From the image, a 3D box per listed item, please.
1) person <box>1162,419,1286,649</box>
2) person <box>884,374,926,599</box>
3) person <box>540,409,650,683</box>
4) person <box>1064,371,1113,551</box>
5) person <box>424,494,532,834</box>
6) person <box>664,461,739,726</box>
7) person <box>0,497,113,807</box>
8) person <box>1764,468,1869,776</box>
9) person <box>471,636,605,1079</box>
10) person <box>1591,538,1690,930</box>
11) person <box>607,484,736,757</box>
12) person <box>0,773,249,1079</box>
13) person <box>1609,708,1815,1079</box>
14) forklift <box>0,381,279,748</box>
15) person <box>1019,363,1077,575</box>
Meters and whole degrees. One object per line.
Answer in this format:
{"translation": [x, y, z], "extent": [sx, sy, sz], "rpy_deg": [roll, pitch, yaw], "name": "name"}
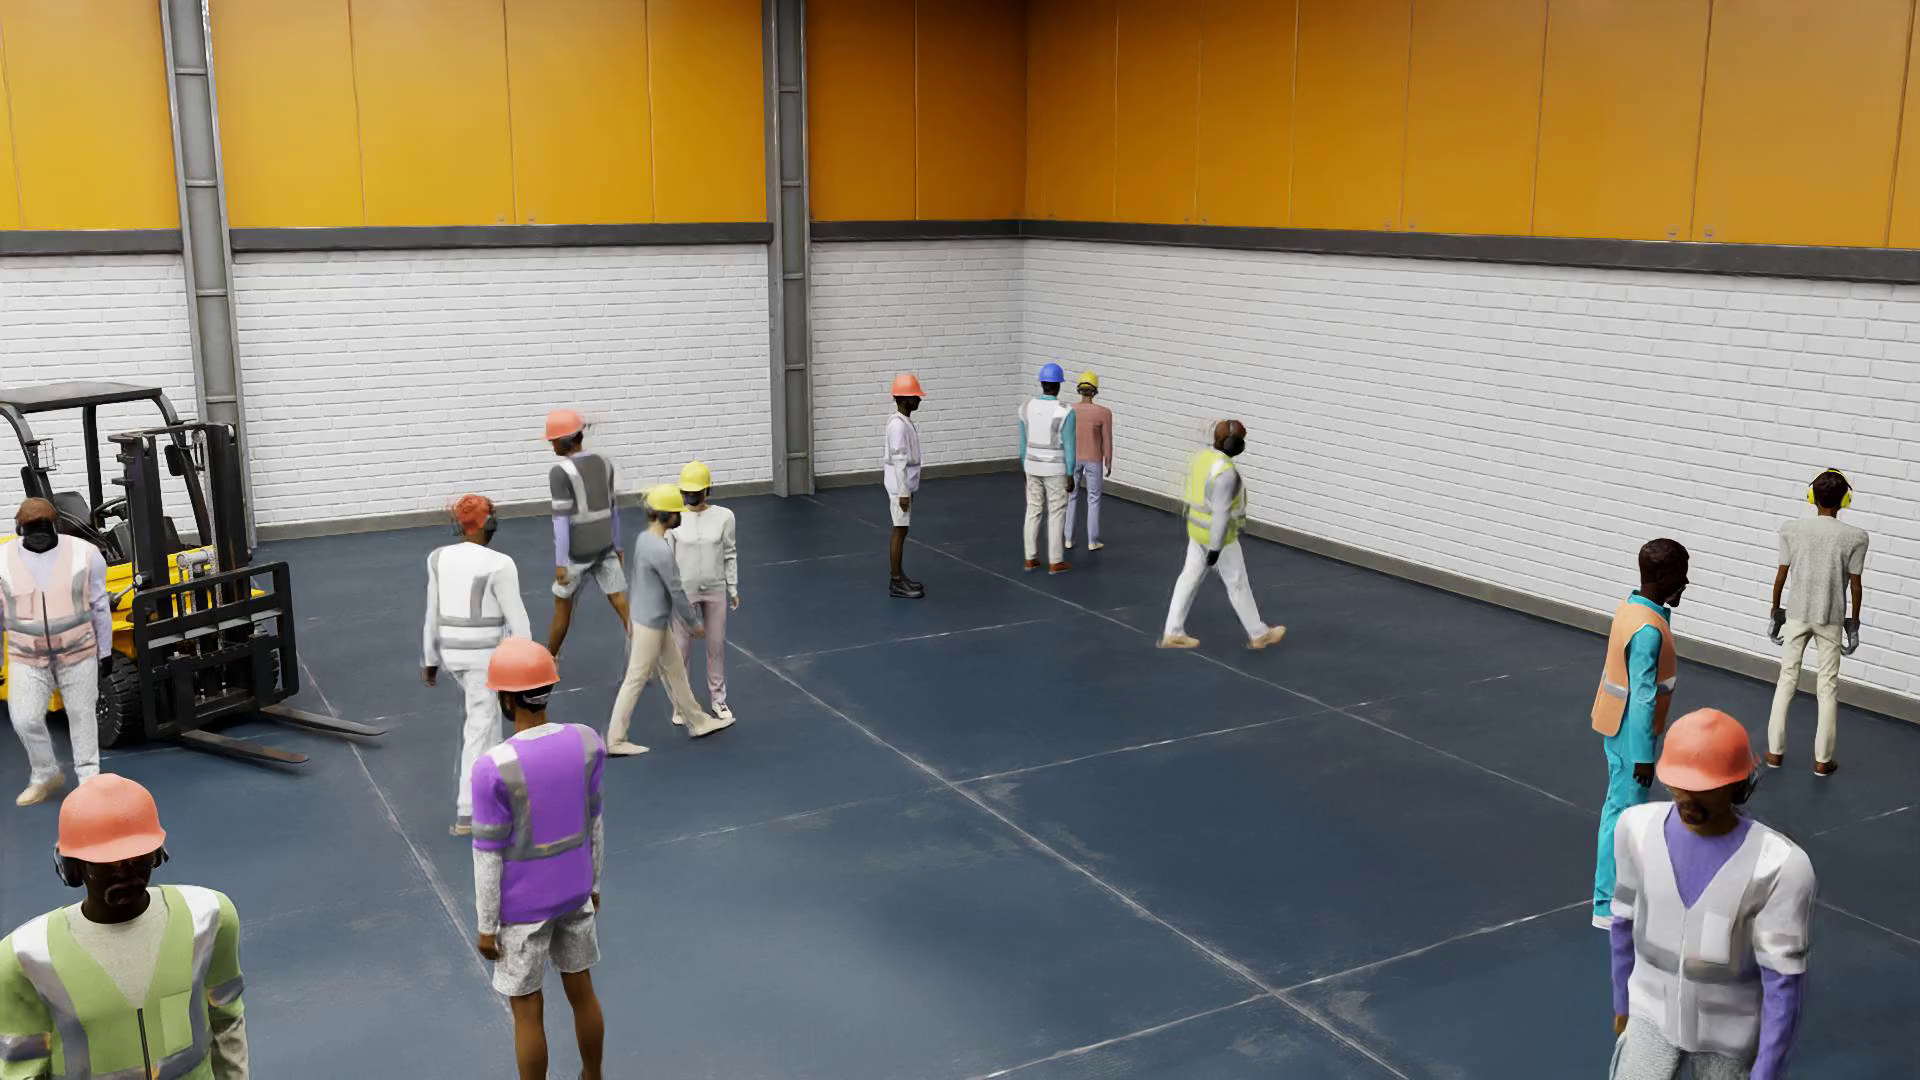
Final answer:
{"translation": [2.004, -0.033, 12.719], "extent": [0.952, 1.791, 0.630], "rpy_deg": [-3, 12, -14], "name": "person"}
{"translation": [-0.472, -0.469, 14.401], "extent": [0.364, 1.939, 0.542], "rpy_deg": [0, 12, 0], "name": "person"}
{"translation": [-2.703, 0.055, 11.854], "extent": [1.060, 1.970, 0.712], "rpy_deg": [6, 13, 26], "name": "person"}
{"translation": [1.228, -0.769, 16.242], "extent": [0.532, 1.758, 0.345], "rpy_deg": [3, 13, 16], "name": "person"}
{"translation": [-2.656, 0.667, 9.274], "extent": [0.676, 1.847, 0.707], "rpy_deg": [6, 14, 28], "name": "person"}
{"translation": [-1.720, 0.347, 10.991], "extent": [0.535, 1.763, 0.314], "rpy_deg": [-4, 13, -20], "name": "person"}
{"translation": [-5.164, 0.645, 9.451], "extent": [0.654, 1.831, 0.477], "rpy_deg": [-5, 13, -24], "name": "person"}
{"translation": [5.181, 0.495, 10.086], "extent": [0.508, 1.861, 0.327], "rpy_deg": [9, 15, 35], "name": "person"}
{"translation": [-1.561, 1.299, 6.144], "extent": [0.388, 1.930, 0.544], "rpy_deg": [10, 16, 40], "name": "person"}
{"translation": [3.220, 0.925, 7.944], "extent": [0.397, 1.911, 0.587], "rpy_deg": [4, 13, 18], "name": "person"}
{"translation": [-1.833, 0.500, 10.388], "extent": [0.892, 1.715, 0.516], "rpy_deg": [-4, 13, -19], "name": "person"}
{"translation": [-2.182, 1.601, 4.441], "extent": [0.607, 2.048, 0.367], "rpy_deg": [-11, 16, -41], "name": "person"}
{"translation": [2.173, 1.495, 5.020], "extent": [0.617, 2.000, 0.951], "rpy_deg": [11, 16, 42], "name": "person"}
{"translation": [-5.853, 0.085, 11.199], "extent": [2.313, 2.155, 1.214], "rpy_deg": [7, 14, 28], "name": "forklift"}
{"translation": [0.810, -0.653, 15.276], "extent": [0.605, 1.938, 0.423], "rpy_deg": [9, 15, 36], "name": "person"}
